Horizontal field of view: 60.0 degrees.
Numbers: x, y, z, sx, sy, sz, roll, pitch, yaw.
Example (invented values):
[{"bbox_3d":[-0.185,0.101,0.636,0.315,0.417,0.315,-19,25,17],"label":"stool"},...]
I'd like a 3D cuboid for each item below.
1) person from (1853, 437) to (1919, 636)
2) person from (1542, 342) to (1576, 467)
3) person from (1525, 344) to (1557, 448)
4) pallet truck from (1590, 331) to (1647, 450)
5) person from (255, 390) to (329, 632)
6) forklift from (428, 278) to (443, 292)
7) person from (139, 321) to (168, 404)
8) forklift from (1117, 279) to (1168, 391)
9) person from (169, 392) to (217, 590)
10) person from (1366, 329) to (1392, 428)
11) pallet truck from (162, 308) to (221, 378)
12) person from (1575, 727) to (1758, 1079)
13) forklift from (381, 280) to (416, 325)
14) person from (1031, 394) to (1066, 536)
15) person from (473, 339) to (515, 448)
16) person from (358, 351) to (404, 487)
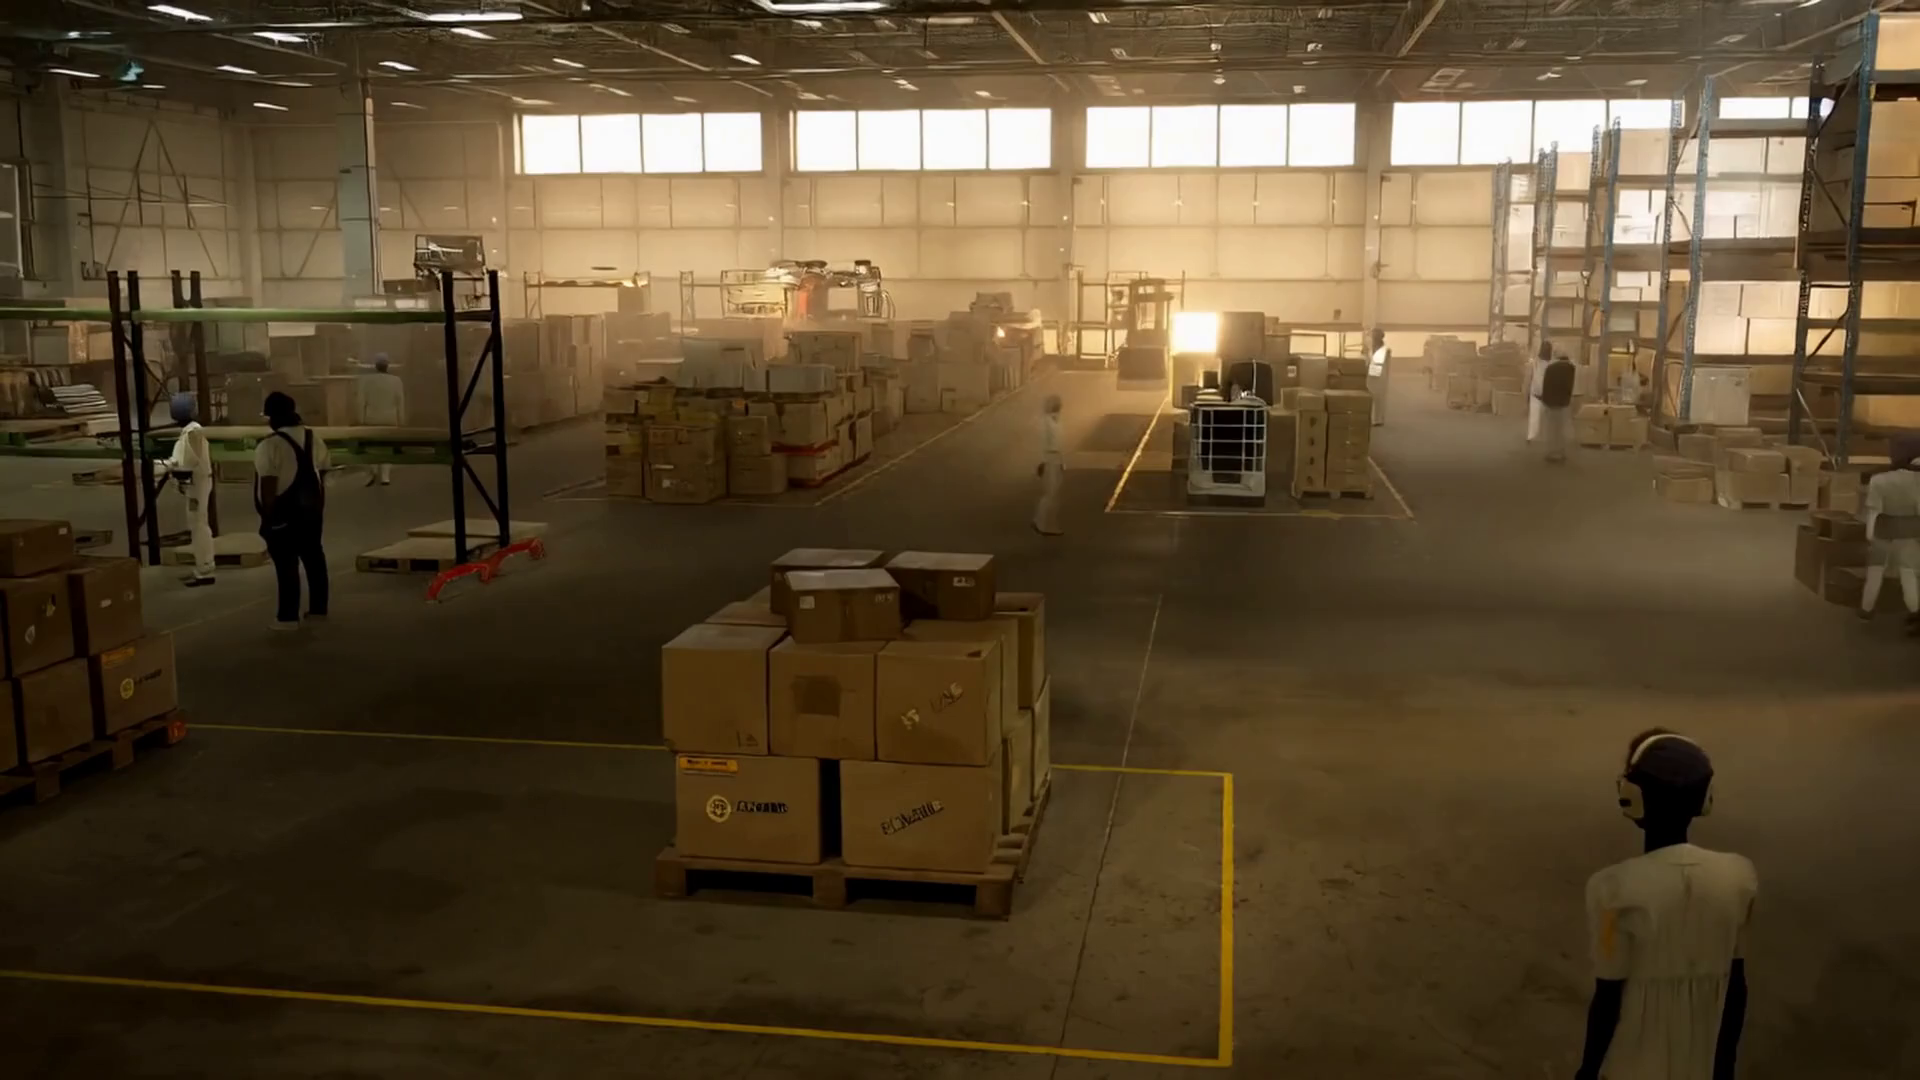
[{"bbox_3d":[7.880,-0.044,13.983,0.559,1.647,0.853,2,9,13],"label":"person"},{"bbox_3d":[9.230,-2.083,25.657,0.647,1.934,0.722,-3,10,-18],"label":"person"},{"bbox_3d":[10.033,-2.471,28.546,0.628,1.789,0.973,6,11,33],"label":"person"},{"bbox_3d":[11.253,-2.573,28.499,0.823,1.965,1.885,5,10,27],"label":"pallet truck"},{"bbox_3d":[-5.685,-0.251,14.047,0.536,2.000,0.681,5,10,26],"label":"person"},{"bbox_3d":[-13.878,-5.559,44.197,1.873,2.768,1.129,-3,10,-17],"label":"forklift"},{"bbox_3d":[-18.399,-4.066,37.938,0.622,1.932,0.368,2,9,11],"label":"person"},{"bbox_3d":[4.701,-5.230,42.172,1.129,2.768,1.873,3,10,18],"label":"forklift"},{"bbox_3d":[-7.321,-0.467,15.861,0.355,1.883,0.572,-5,11,-30],"label":"person"},{"bbox_3d":[8.122,-3.136,32.250,0.397,1.911,0.587,-5,10,-28],"label":"person"},{"bbox_3d":[-21.869,-5.598,47.154,0.823,1.965,1.885,4,10,26],"label":"pallet truck"},{"bbox_3d":[1.802,1.411,4.338,0.532,1.864,0.310,-3,10,-18],"label":"person"},{"bbox_3d":[-11.958,-4.169,35.627,1.873,2.768,1.129,1,9,9],"label":"forklift"},{"bbox_3d":[1.041,-0.852,18.987,0.357,1.625,0.546,5,10,26],"label":"person"},{"bbox_3d":[-7.956,-2.454,28.052,0.637,1.914,0.889,8,12,41],"label":"person"},{"bbox_3d":[-8.150,-1.705,23.453,0.604,1.895,0.528,-2,9,-10],"label":"person"}]
